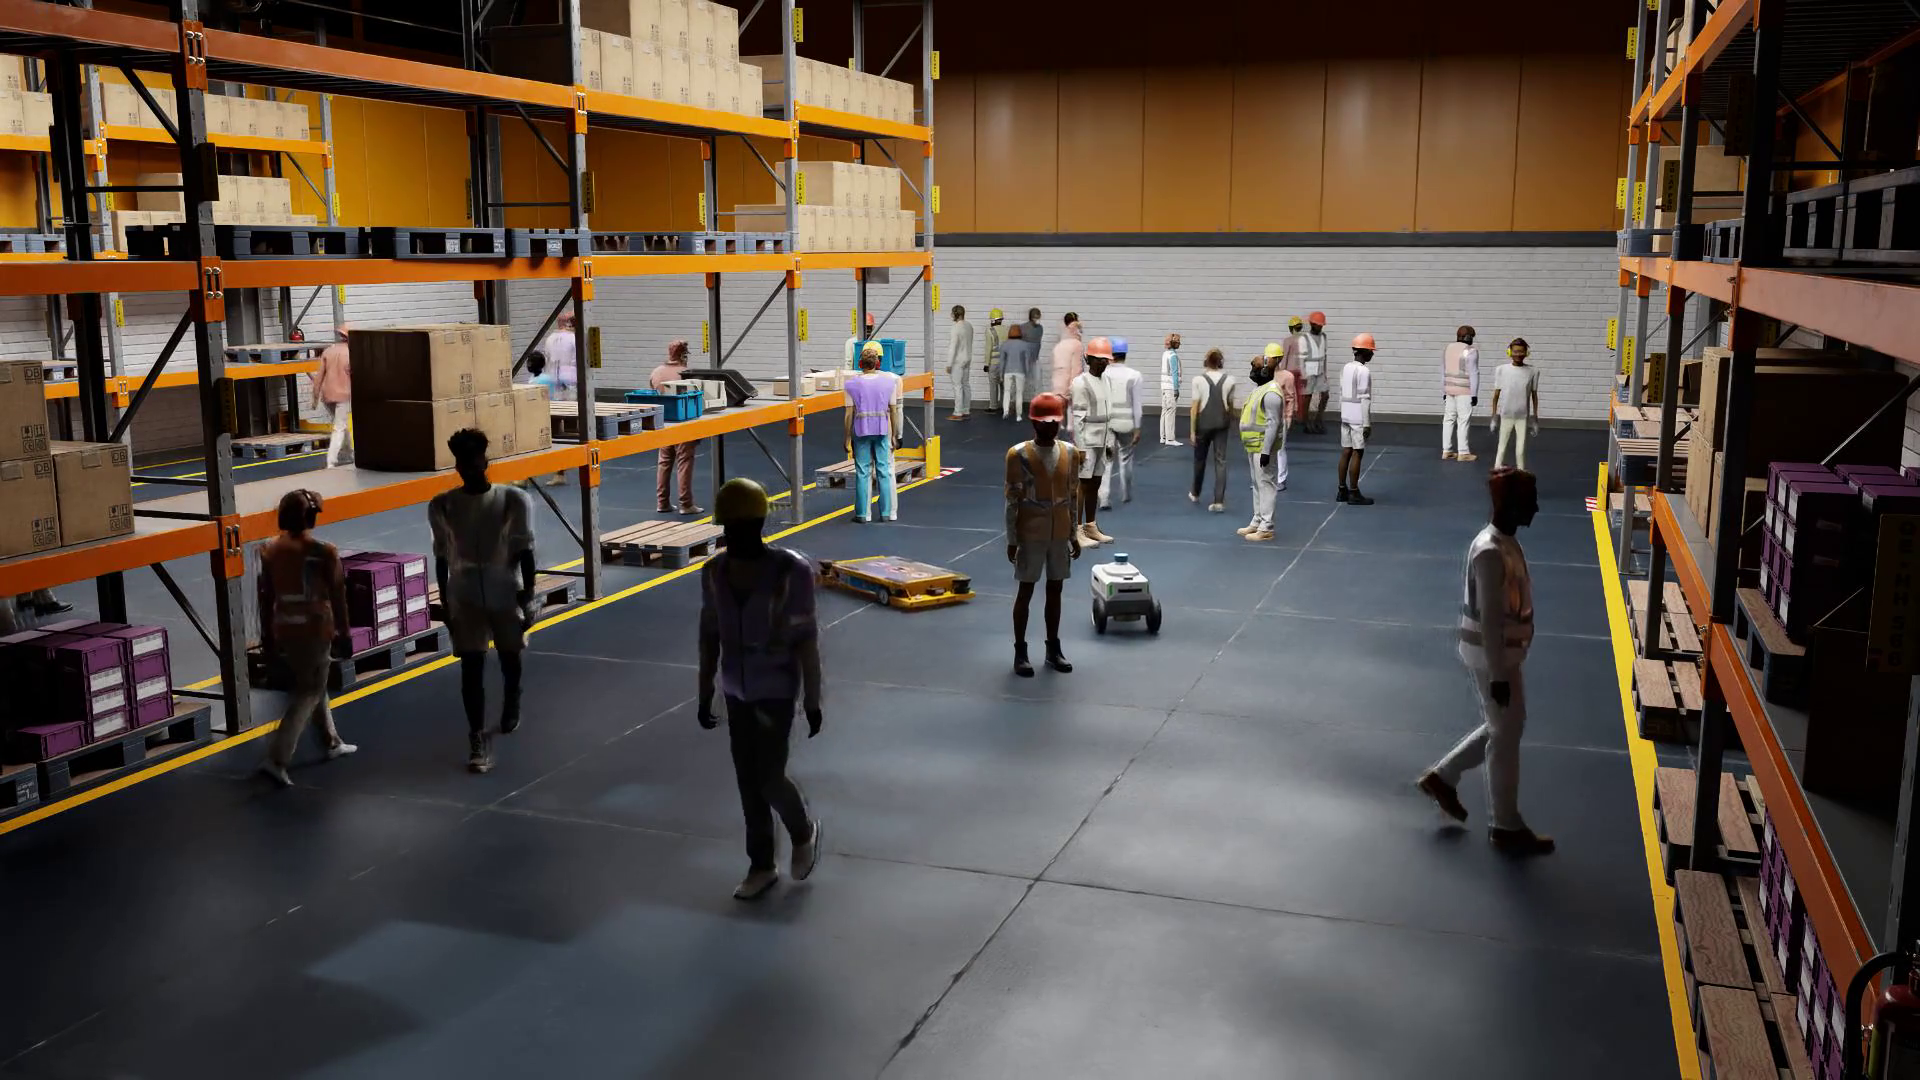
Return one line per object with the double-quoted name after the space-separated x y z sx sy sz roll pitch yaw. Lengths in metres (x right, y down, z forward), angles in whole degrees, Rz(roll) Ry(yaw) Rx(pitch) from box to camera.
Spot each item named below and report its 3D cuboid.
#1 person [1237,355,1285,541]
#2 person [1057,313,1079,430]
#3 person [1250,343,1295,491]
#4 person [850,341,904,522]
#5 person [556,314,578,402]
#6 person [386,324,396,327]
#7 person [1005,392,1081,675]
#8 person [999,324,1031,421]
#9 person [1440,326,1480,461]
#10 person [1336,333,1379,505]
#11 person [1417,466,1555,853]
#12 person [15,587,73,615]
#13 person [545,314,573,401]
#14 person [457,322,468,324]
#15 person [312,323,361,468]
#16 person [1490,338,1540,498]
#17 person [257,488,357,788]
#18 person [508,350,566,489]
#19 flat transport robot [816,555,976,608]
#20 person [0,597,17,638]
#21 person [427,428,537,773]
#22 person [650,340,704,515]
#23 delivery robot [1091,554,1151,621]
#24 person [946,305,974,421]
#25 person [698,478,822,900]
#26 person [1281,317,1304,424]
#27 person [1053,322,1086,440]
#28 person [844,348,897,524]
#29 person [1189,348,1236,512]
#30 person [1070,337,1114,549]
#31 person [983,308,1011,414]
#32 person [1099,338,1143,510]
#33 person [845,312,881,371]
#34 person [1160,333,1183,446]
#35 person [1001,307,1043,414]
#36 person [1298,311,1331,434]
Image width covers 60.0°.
2.987 -0.913 16.522 0.429 1.845 0.622 0 10 -1 "person"
1.724 -2.660 26.328 0.423 1.861 0.558 -7 12 -34 "person"
3.721 -1.460 19.815 0.533 1.767 0.326 8 13 40 "person"
-0.892 -1.145 17.634 0.587 1.919 0.405 -2 10 -9 "person"
-5.471 -2.275 23.760 0.709 1.991 0.640 -8 13 -39 "person"
-7.229 -1.796 21.281 0.629 1.927 0.434 5 11 27 "person"
0.580 -0.040 11.337 0.552 1.935 0.369 -4 11 -21 "person"
0.909 -2.765 27.564 0.520 1.631 0.429 2 10 9 "person"
6.825 -1.997 22.651 0.429 1.835 0.627 -5 11 -27 "person"
4.506 -1.366 18.809 0.374 1.933 0.550 -3 10 -14 "person"
2.600 0.570 8.081 0.637 1.876 0.585 5 11 26 "person"
-7.395 -0.321 13.212 0.589 1.834 0.403 6 12 32 "person"
-5.818 -2.386 24.637 0.651 1.906 0.402 7 12 34 "person"
-7.035 -2.238 24.019 0.527 1.839 0.916 5 11 28 "person"
-7.936 -1.811 21.377 0.644 1.923 0.863 4 11 20 "person"
6.391 -1.395 19.171 0.532 1.865 0.310 3 10 15 "person"
-3.620 0.522 9.115 0.530 1.606 0.823 4 11 21 "person"
-5.120 -1.437 19.976 0.831 1.655 0.550 -6 12 -30 "person"
-0.559 0.329 13.949 0.652 0.197 1.431 -7 12 -36 "flat transport robot"
-6.008 0.326 10.226 0.524 1.598 0.859 4 11 21 "person"
-2.720 0.289 9.575 0.600 1.922 0.983 -2 10 -10 "person"
-3.068 -1.226 18.145 0.640 1.899 0.395 6 12 29 "person"
1.233 0.348 12.781 0.477 0.478 0.707 -1 10 -7 "delivery robot"
-0.002 -2.964 27.819 0.375 1.933 0.632 6 12 29 "person"
-0.905 0.663 7.432 0.620 1.910 0.442 5 11 28 "person"
5.458 -2.766 27.201 0.526 1.761 0.329 -6 11 -29 "person"
1.544 -2.124 23.346 0.814 1.842 0.673 -7 12 -35 "person"
-0.938 -1.087 17.488 0.570 1.845 0.381 -3 11 -16 "person"
2.787 -1.228 18.455 0.543 1.780 1.010 -1 10 -5 "person"
1.314 -0.946 16.156 0.395 2.039 0.607 7 12 35 "person"
0.634 -3.106 28.887 0.590 1.837 0.404 -10 14 -43 "person"
1.737 -1.300 18.578 0.619 1.892 1.059 3 11 17 "person"
-1.308 -2.188 23.273 0.622 1.992 0.396 -5 11 -27 "person"
3.090 -2.199 24.335 0.306 1.640 0.522 -2 10 -10 "person"
1.155 -3.064 28.532 1.033 1.891 0.641 10 14 43 "person"
5.482 -2.562 25.598 0.589 1.911 0.619 -5 11 -27 "person"
